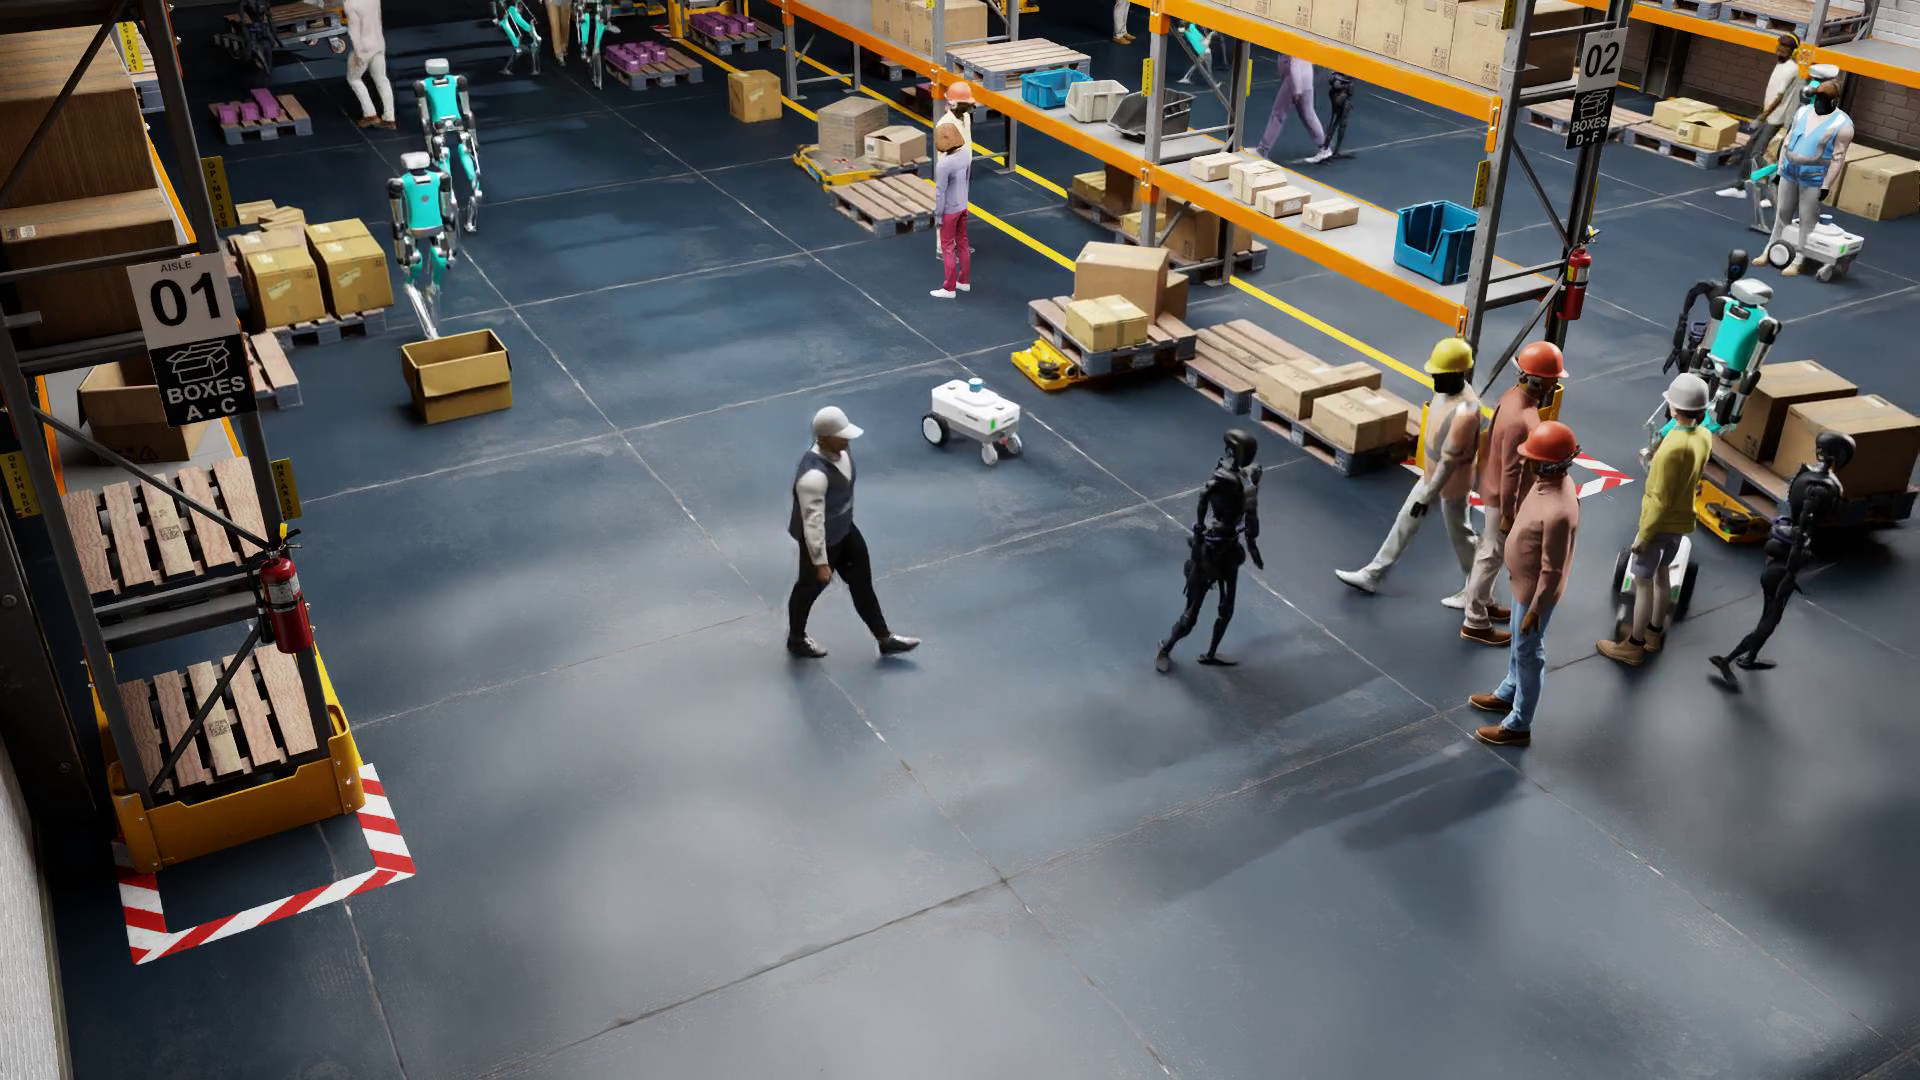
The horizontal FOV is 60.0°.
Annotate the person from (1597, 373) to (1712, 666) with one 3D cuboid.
[{"bbox_3d":[4.220,-0.107,9.972,0.488,1.888,0.379,-23,37,-35],"label":"person"}]

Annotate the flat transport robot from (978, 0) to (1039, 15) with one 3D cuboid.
[{"bbox_3d":[0.660,-8.555,26.303,0.659,0.231,1.431,-12,32,-19],"label":"flat transport robot"}]

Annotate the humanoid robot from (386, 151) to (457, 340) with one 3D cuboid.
[{"bbox_3d":[-4.630,-2.454,14.317,0.542,1.901,0.738,-18,35,-29],"label":"humanoid robot"}]

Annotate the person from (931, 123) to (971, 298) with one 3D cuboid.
[{"bbox_3d":[-0.080,-3.031,15.322,0.288,1.629,0.498,18,34,28],"label":"person"}]

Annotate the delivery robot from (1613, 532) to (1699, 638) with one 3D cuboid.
[{"bbox_3d":[4.485,0.234,10.735,0.499,0.614,0.818,14,33,23],"label":"delivery robot"}]

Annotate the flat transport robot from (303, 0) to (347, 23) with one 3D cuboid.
[{"bbox_3d":[-9.743,-8.179,25.648,0.659,0.231,1.431,-12,32,-20],"label":"flat transport robot"}]

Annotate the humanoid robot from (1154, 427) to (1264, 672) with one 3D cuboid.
[{"bbox_3d":[1.502,0.053,9.910,0.602,1.648,0.466,-24,37,-35],"label":"humanoid robot"}]

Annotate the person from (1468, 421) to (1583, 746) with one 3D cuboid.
[{"bbox_3d":[3.172,0.246,9.257,0.388,1.989,0.609,6,30,11],"label":"person"}]

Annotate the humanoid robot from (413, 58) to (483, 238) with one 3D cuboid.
[{"bbox_3d":[-5.054,-3.815,16.694,0.541,1.899,0.724,-13,33,-22],"label":"humanoid robot"}]

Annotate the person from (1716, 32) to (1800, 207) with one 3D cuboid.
[{"bbox_3d":[8.566,-4.438,17.559,0.594,1.838,0.534,6,30,11],"label":"person"}]

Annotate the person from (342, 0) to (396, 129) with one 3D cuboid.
[{"bbox_3d":[-7.190,-5.924,20.066,0.607,1.915,0.650,10,31,17],"label":"person"}]

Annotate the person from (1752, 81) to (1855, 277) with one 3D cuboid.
[{"bbox_3d":[8.035,-3.443,15.825,0.429,1.844,0.626,-16,34,-26],"label":"person"}]

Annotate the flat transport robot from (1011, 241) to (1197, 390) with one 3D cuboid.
[{"bbox_3d":[1.221,-1.590,14.177,1.431,0.231,0.659,-12,32,-20],"label":"flat transport robot"}]

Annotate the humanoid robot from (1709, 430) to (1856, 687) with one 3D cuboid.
[{"bbox_3d":[4.860,0.088,9.851,0.450,1.647,0.603,16,34,26],"label":"humanoid robot"}]

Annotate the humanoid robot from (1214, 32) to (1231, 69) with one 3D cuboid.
[{"bbox_3d":[3.737,-7.244,22.601,0.596,1.637,0.387,-13,32,-21],"label":"humanoid robot"}]

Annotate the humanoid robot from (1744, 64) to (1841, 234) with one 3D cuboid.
[{"bbox_3d":[8.316,-3.950,16.812,0.550,1.788,0.682,-18,34,-28],"label":"humanoid robot"}]

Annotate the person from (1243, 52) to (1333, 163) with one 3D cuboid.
[{"bbox_3d":[3.820,-5.183,18.849,1.009,1.847,0.687,14,33,22],"label":"person"}]

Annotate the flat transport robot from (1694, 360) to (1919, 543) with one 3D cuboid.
[{"bbox_3d":[5.927,-0.283,11.903,1.431,0.231,0.659,-7,31,-13],"label":"flat transport robot"}]

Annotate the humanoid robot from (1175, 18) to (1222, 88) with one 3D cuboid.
[{"bbox_3d":[3.162,-6.763,21.809,0.816,1.876,0.546,7,31,12],"label":"humanoid robot"}]

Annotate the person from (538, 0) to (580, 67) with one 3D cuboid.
[{"bbox_3d":[-5.573,-7.524,23.071,0.581,1.700,0.885,-9,31,-15],"label":"person"}]

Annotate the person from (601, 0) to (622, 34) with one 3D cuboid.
[{"bbox_3d":[-5.182,-8.384,24.436,0.656,1.821,0.540,12,32,20],"label":"person"}]

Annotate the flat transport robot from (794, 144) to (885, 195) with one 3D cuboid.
[{"bbox_3d":[-1.354,-4.177,18.681,0.659,0.231,1.431,-11,32,-18],"label":"flat transport robot"}]

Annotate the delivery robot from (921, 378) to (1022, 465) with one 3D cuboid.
[{"bbox_3d":[0.113,-0.956,12.778,0.499,0.587,0.789,-26,39,-38],"label":"delivery robot"}]

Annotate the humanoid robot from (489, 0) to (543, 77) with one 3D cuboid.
[{"bbox_3d":[-5.913,-7.033,22.203,0.881,1.781,0.551,18,34,28],"label":"humanoid robot"}]

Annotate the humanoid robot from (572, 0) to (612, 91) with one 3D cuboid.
[{"bbox_3d":[-4.853,-6.756,21.765,0.548,1.847,0.849,1,30,2],"label":"humanoid robot"}]

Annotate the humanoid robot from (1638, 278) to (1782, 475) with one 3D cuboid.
[{"bbox_3d":[5.086,-0.925,11.531,0.819,1.746,0.547,-13,32,-21],"label":"humanoid robot"}]

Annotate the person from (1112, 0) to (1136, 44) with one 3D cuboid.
[{"bbox_3d":[2.415,-8.145,23.958,0.373,1.894,0.584,11,32,18],"label":"person"}]

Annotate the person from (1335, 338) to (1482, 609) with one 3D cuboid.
[{"bbox_3d":[3.000,-0.399,10.497,0.987,1.869,0.587,-1,30,-1],"label":"person"}]

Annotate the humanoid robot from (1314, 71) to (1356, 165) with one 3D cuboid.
[{"bbox_3d":[4.329,-5.110,18.912,0.487,1.630,0.612,-1,30,-1],"label":"humanoid robot"}]

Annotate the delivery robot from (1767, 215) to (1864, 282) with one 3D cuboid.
[{"bbox_3d":[8.283,-2.852,16.097,0.505,0.604,0.775,-17,34,-27],"label":"delivery robot"}]

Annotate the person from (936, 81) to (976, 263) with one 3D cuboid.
[{"bbox_3d":[-0.024,-3.580,16.162,0.353,1.743,0.568,14,33,23],"label":"person"}]

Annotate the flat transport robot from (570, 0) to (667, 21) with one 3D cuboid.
[{"bbox_3d":[-5.330,-8.248,25.768,1.431,0.231,0.659,-12,32,-19],"label":"flat transport robot"}]

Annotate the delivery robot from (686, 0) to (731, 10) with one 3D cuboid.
[{"bbox_3d":[-3.900,-8.384,25.695,0.743,0.572,0.501,-10,31,-17],"label":"delivery robot"}]

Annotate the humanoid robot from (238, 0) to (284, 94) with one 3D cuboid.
[{"bbox_3d":[-8.853,-6.341,21.040,0.343,1.646,0.608,10,31,18],"label":"humanoid robot"}]

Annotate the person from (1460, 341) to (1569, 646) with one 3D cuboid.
[{"bbox_3d":[3.376,-0.288,10.192,0.401,1.987,0.611,9,31,15],"label":"person"}]

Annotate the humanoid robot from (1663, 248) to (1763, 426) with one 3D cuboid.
[{"bbox_3d":[5.617,-1.402,12.441,0.603,1.652,0.315,10,31,16],"label":"humanoid robot"}]

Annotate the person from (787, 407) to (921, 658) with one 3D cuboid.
[{"bbox_3d":[-0.695,-0.007,9.967,0.896,1.714,0.803,12,32,19],"label":"person"}]

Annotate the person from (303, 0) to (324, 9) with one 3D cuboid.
[{"bbox_3d":[-9.686,-8.535,24.728,0.624,1.809,0.656,-11,32,-18],"label":"person"}]

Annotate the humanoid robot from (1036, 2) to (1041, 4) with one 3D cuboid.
[{"bbox_3d":[1.138,-9.355,26.267,0.315,1.657,0.599,-8,31,-14],"label":"humanoid robot"}]
